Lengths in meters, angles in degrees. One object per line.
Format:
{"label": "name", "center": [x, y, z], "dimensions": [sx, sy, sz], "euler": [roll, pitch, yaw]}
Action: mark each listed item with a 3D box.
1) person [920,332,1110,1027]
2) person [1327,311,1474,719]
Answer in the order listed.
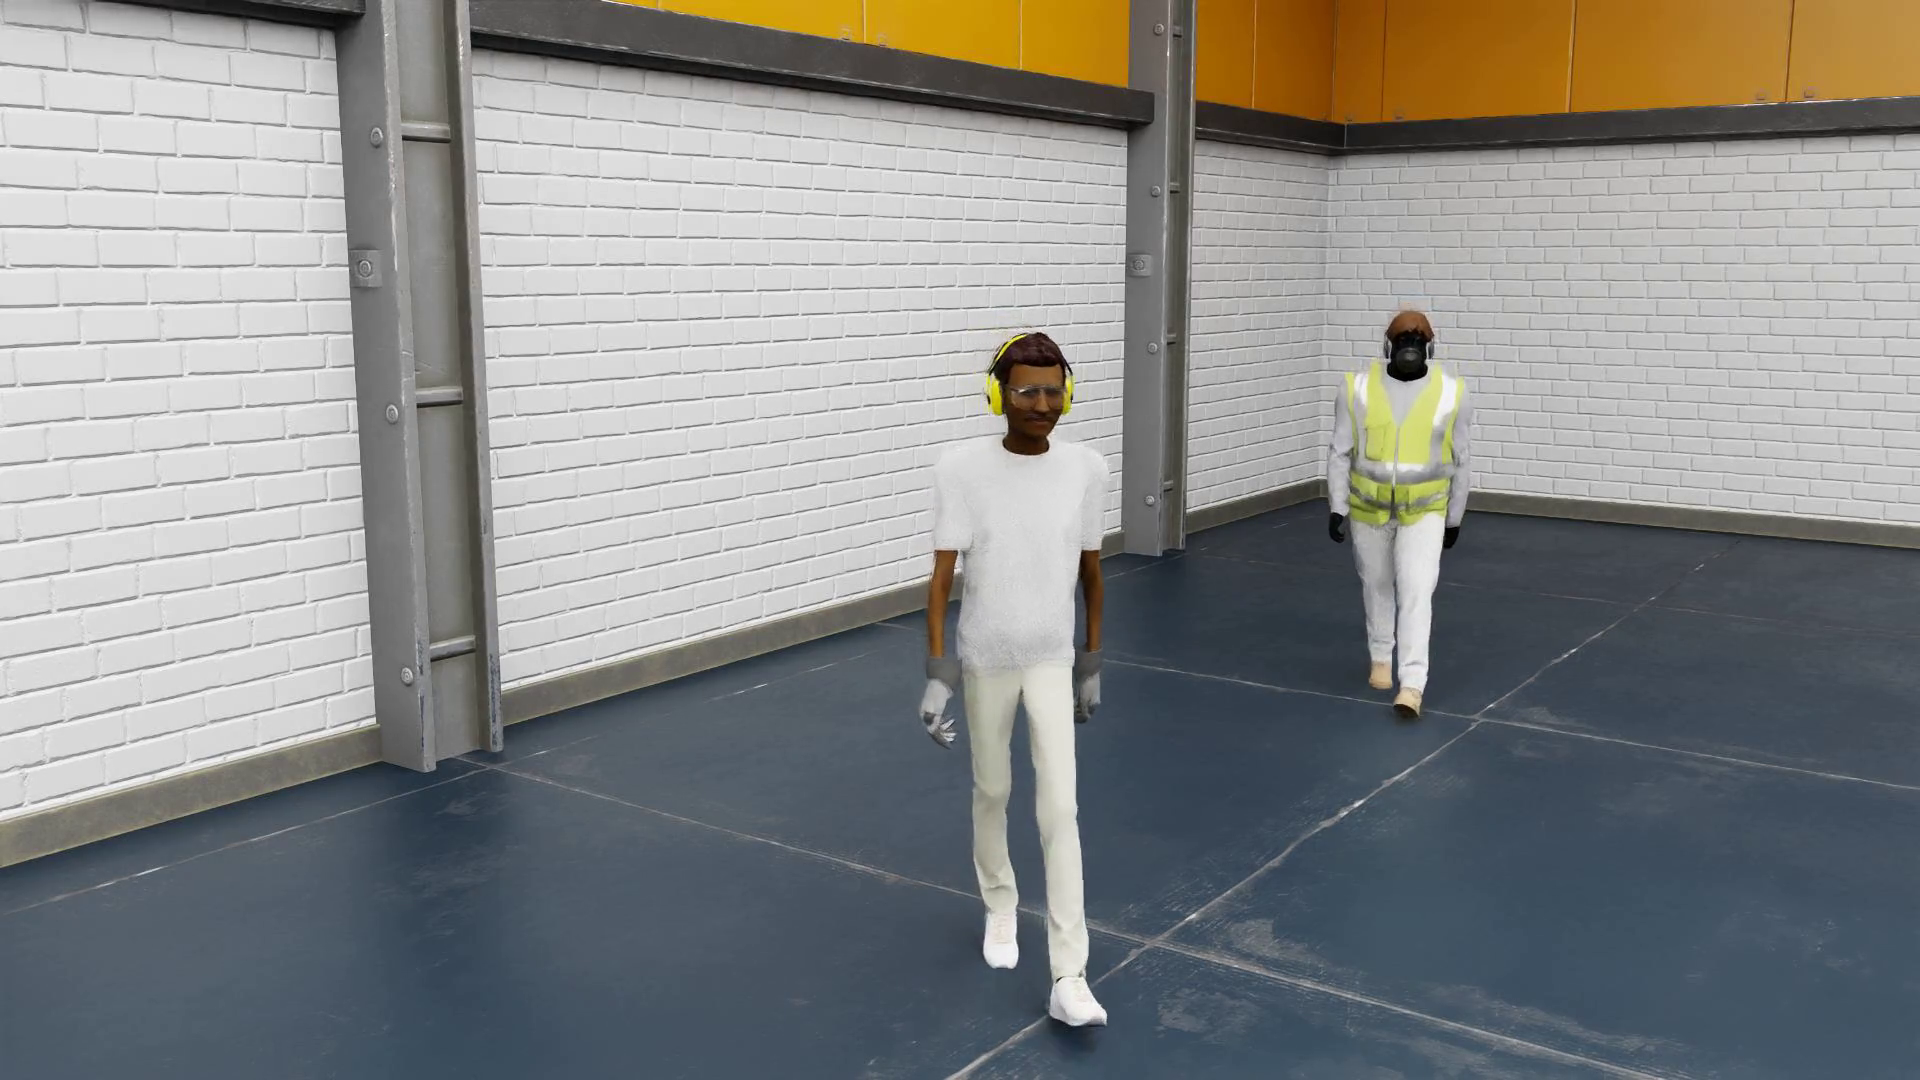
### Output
{"label": "person", "center": [0.156, 0.366, 4.477], "dimensions": [0.545, 1.823, 0.930], "euler": [-1, 10, -6]}
{"label": "person", "center": [1.985, -0.131, 7.565], "dimensions": [0.616, 1.799, 0.976], "euler": [4, 10, 20]}
